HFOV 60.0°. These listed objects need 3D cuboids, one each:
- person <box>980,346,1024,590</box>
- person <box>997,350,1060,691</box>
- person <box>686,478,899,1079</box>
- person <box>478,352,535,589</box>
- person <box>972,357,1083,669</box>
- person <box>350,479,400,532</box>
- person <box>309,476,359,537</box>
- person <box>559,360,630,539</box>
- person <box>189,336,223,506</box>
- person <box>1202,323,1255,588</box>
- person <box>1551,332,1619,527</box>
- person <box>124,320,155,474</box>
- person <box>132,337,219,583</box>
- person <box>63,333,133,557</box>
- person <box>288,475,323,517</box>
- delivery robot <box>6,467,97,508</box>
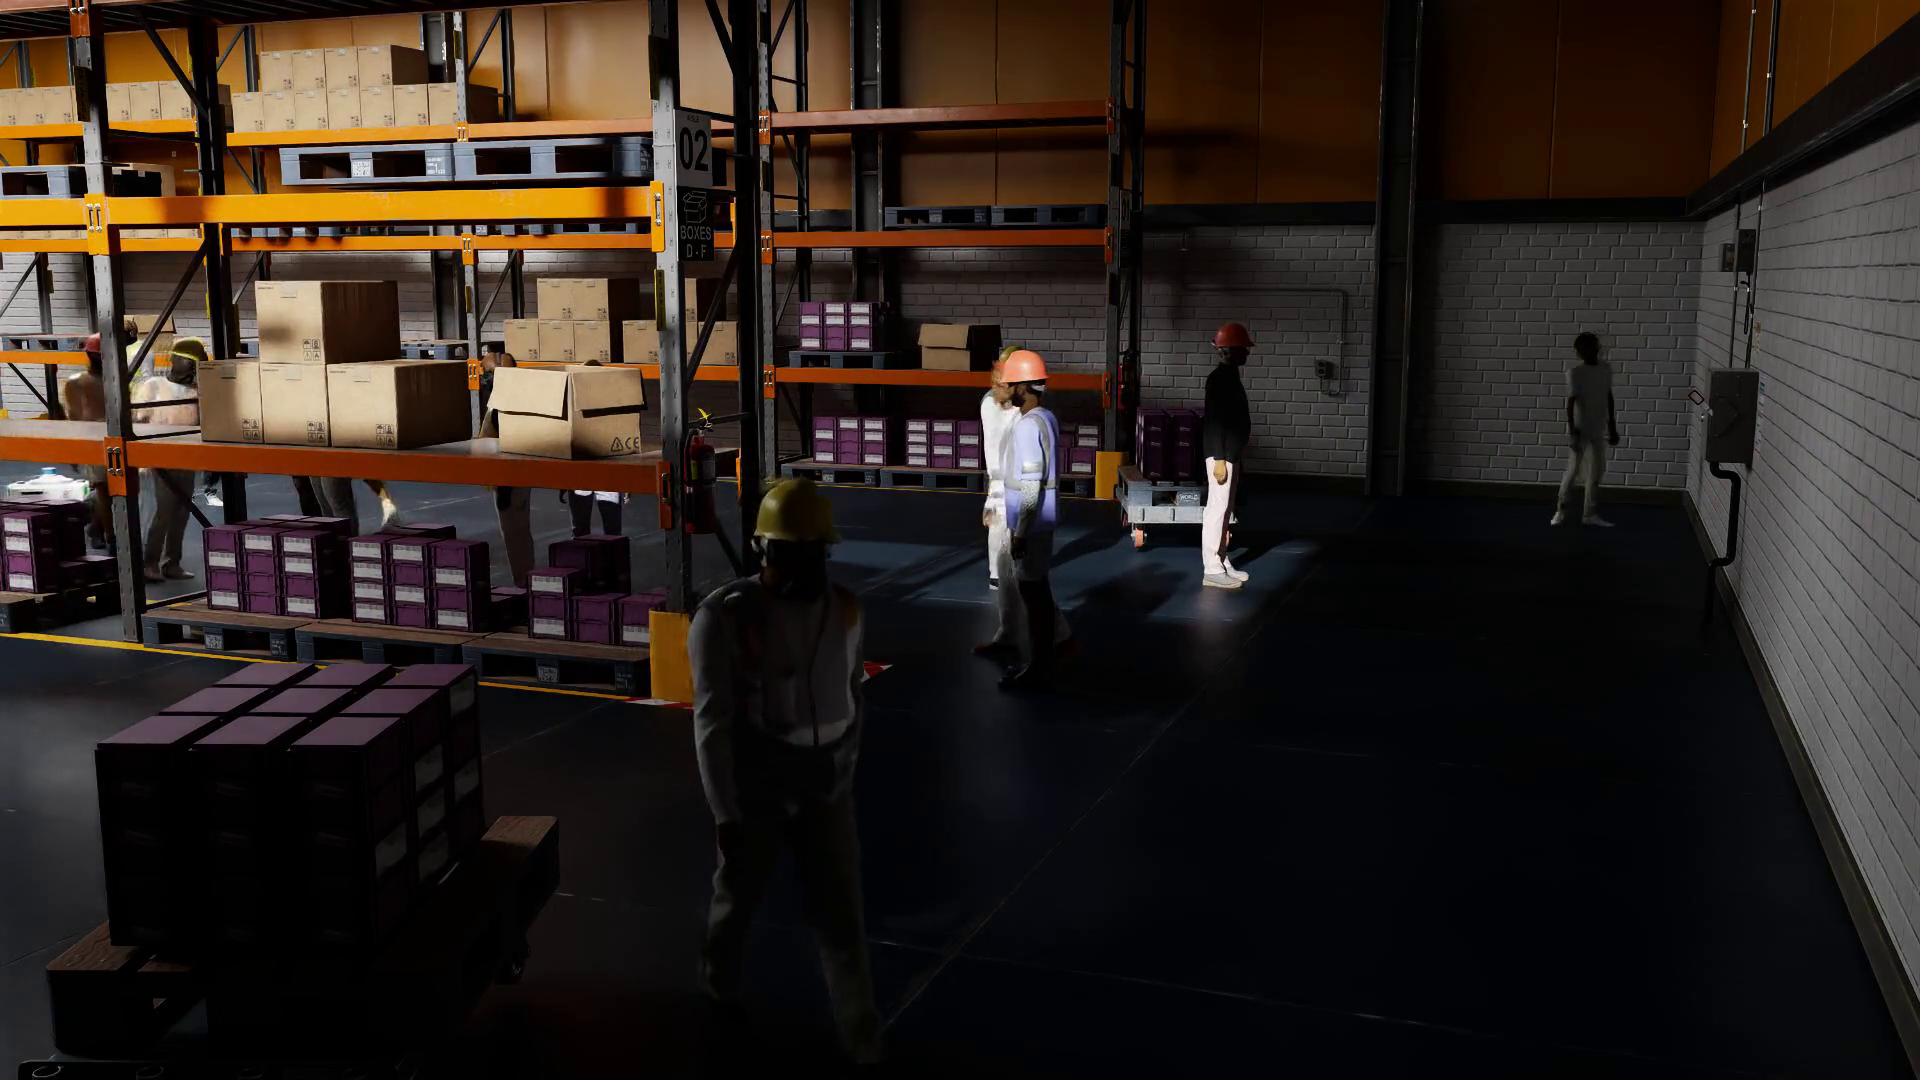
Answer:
[{"bbox_3d":[0.401,-0.533,12.456,0.404,1.831,0.600,6,11,33],"label":"person"},{"bbox_3d":[0.380,-0.107,9.458,0.363,1.934,0.552,2,9,14],"label":"person"},{"bbox_3d":[-0.512,0.706,4.858,0.594,1.786,0.944,-6,11,-31],"label":"person"},{"bbox_3d":[-3.142,-0.387,11.563,0.430,1.836,0.621,-2,9,-12],"label":"person"},{"bbox_3d":[0.397,-0.177,10.095,0.608,1.881,0.749,0,9,-3],"label":"person"},{"bbox_3d":[-5.336,-0.985,14.705,0.715,2.024,0.627,6,11,33],"label":"person"},{"bbox_3d":[-4.919,-0.664,12.951,0.355,1.936,0.637,-8,12,-41],"label":"person"},{"bbox_3d":[-2.595,-0.393,11.796,0.528,1.764,0.332,-1,9,-6],"label":"person"},{"bbox_3d":[-7.714,-1.187,16.841,0.295,1.744,0.491,7,12,39],"label":"person"},{"bbox_3d":[2.032,-0.644,12.644,0.378,1.996,0.610,4,10,21],"label":"person"},{"bbox_3d":[5.830,-1.016,15.513,0.640,1.837,0.394,-4,10,-21],"label":"person"},{"bbox_3d":[-9.847,-1.699,19.793,0.625,1.837,0.428,5,10,28],"label":"person"},{"bbox_3d":[-6.027,-0.615,12.803,0.538,1.880,0.609,5,10,28],"label":"person"},{"bbox_3d":[-7.237,-0.806,14.011,0.946,1.899,0.545,8,12,40],"label":"person"},{"bbox_3d":[-5.720,-0.884,14.332,0.375,1.935,0.551,0,9,-1],"label":"person"},{"bbox_3d":[-8.488,-0.435,15.546,0.707,0.478,0.477,-2,9,-13],"label":"delivery robot"}]
